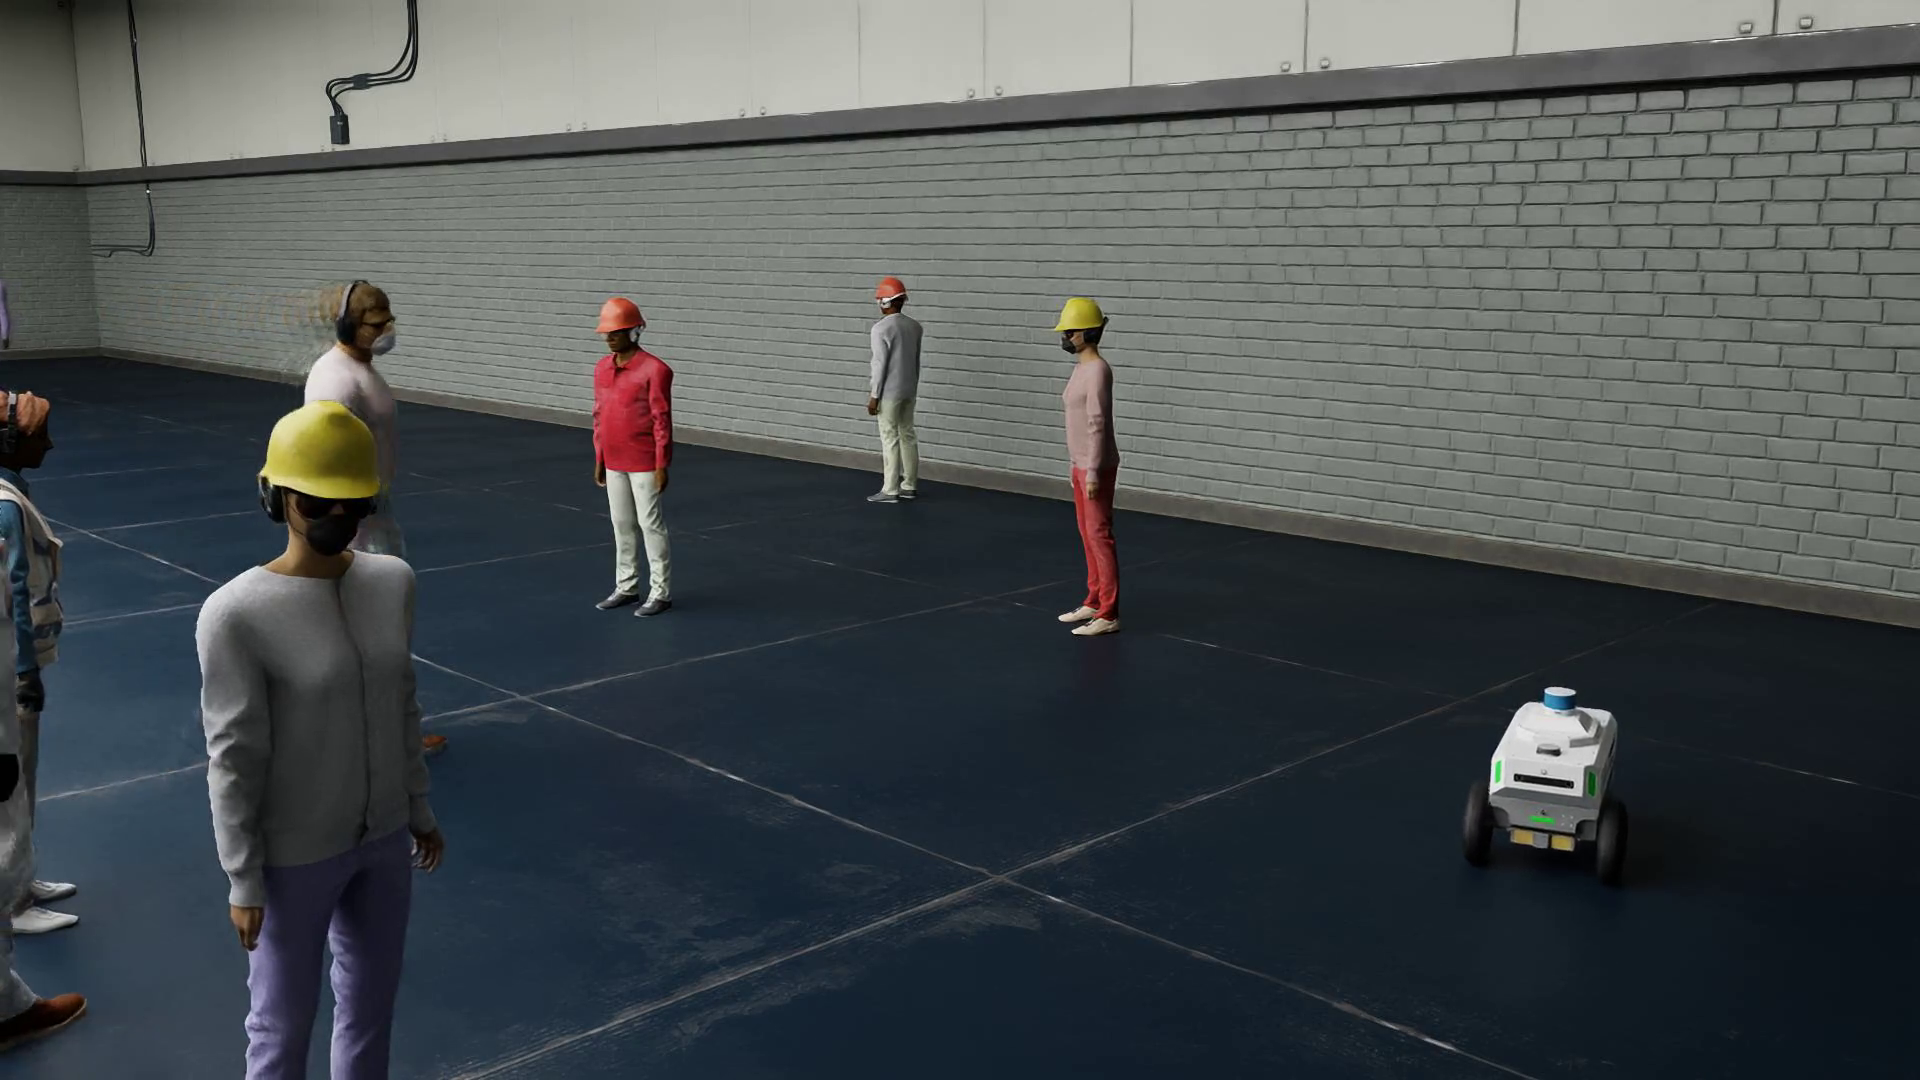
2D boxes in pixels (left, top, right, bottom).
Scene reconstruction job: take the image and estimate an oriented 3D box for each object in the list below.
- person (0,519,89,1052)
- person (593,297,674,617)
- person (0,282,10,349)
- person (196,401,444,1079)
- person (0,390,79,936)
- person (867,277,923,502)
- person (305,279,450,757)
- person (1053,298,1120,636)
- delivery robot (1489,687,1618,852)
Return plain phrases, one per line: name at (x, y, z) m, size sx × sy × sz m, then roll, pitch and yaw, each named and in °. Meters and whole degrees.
person at (-2.494, 0.435, 3.970) m, size 0.581 × 1.868 × 0.697 m, roll 5°, pitch 12°, yaw 26°
person at (-1.814, -0.451, 9.118) m, size 0.571 × 1.743 × 0.351 m, roll 7°, pitch 13°, yaw 35°
person at (-11.643, -2.474, 19.765) m, size 0.651 × 1.886 × 0.791 m, roll -2°, pitch 11°, yaw -8°
person at (-1.233, 0.603, 3.310) m, size 0.327 × 1.765 × 0.529 m, roll 5°, pitch 12°, yaw 26°
person at (-2.836, 0.365, 4.990) m, size 0.324 × 1.630 × 0.506 m, roll -6°, pitch 12°, yaw -29°
person at (-0.524, -1.171, 13.013) m, size 0.325 × 1.752 × 0.559 m, roll 7°, pitch 13°, yaw 35°
person at (-2.395, -0.039, 6.395) m, size 0.633 × 1.917 × 0.671 m, roll -2°, pitch 11°, yaw -9°
person at (0.654, -0.382, 8.713) m, size 0.350 × 1.758 × 0.522 m, roll -1°, pitch 10°, yaw -8°
delivery robot at (2.009, 0.740, 5.607) m, size 0.477 × 0.478 × 0.707 m, roll 5°, pitch 12°, yaw 25°
